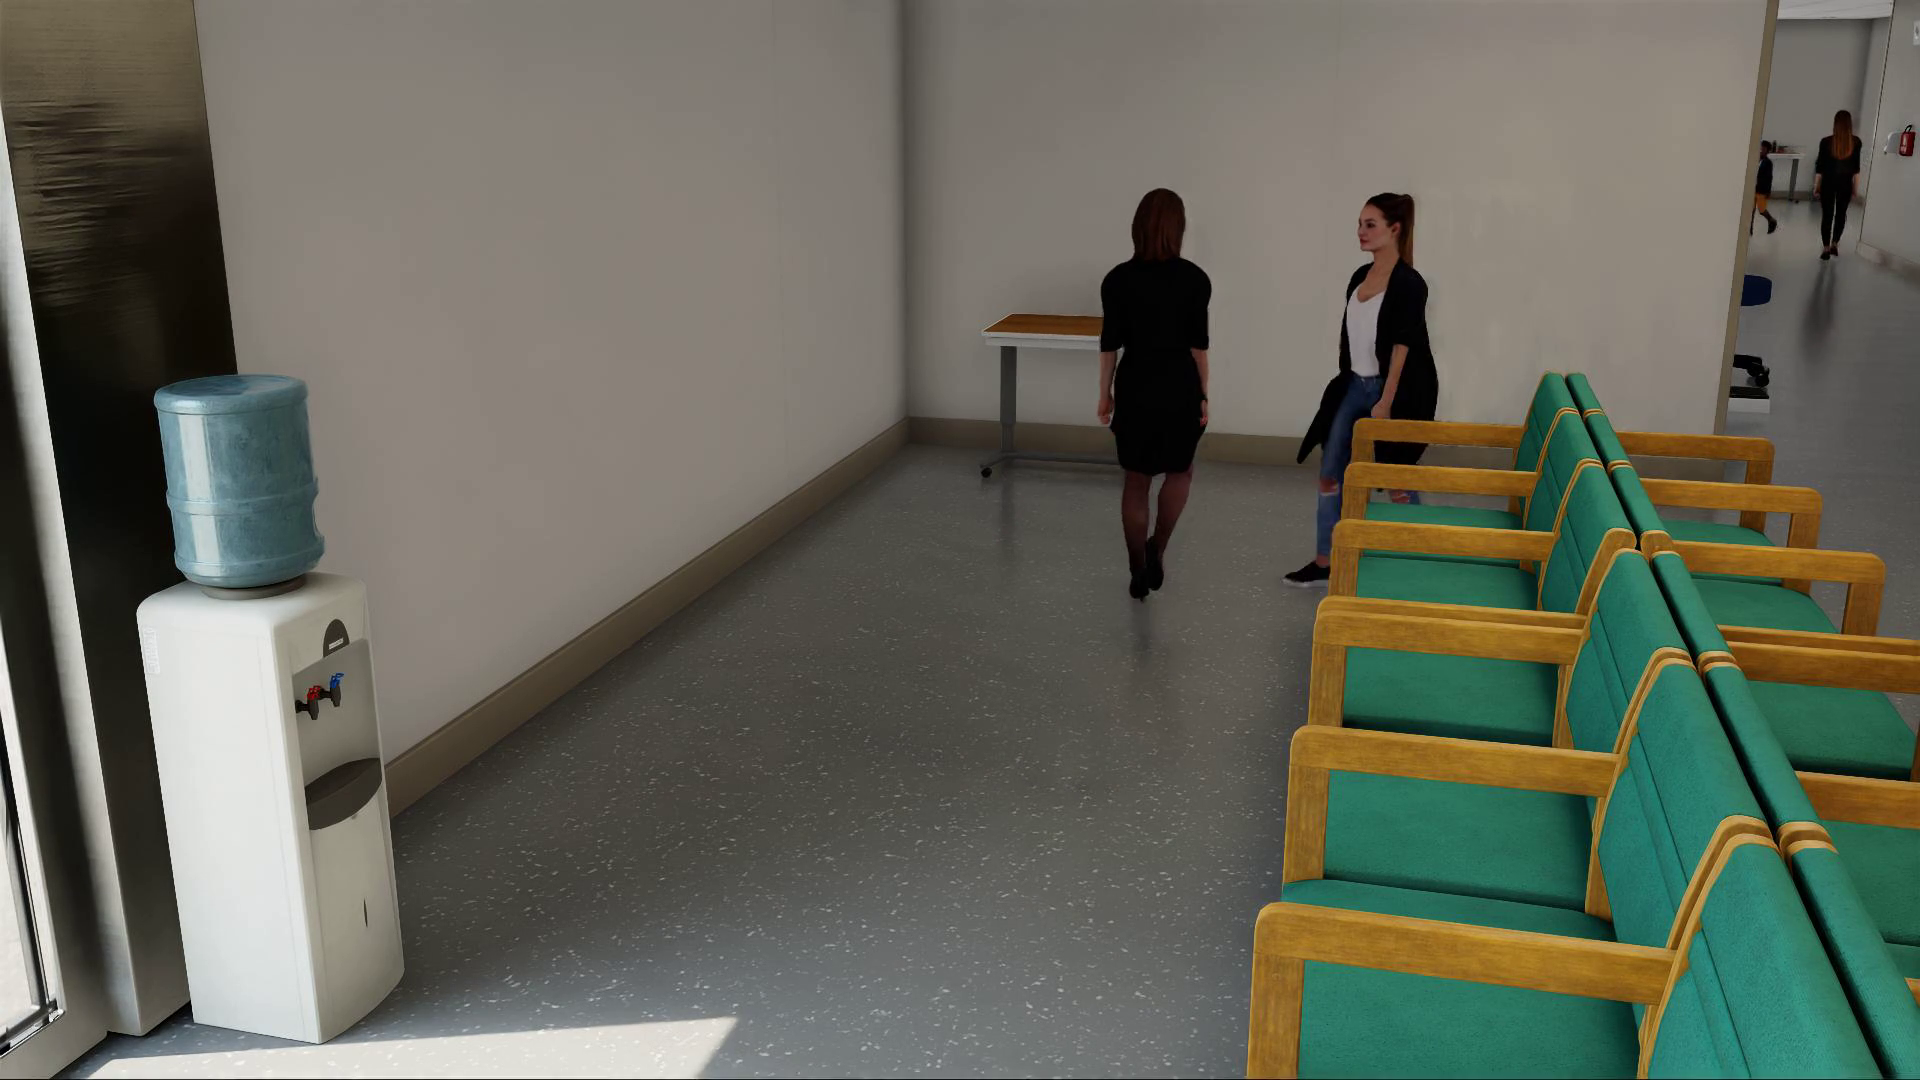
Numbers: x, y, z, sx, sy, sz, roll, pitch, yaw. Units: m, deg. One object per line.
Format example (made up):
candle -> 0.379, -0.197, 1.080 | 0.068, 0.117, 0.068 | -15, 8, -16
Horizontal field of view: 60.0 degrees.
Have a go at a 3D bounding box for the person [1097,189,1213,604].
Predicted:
person -> 0.790, -0.529, 6.638 | 0.684, 1.696, 0.693 | 2, 16, 8

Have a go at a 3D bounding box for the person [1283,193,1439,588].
person -> 1.827, -0.577, 6.870 | 0.940, 1.663, 0.878 | -9, 18, -29

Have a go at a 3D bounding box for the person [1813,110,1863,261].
person -> 10.199, -4.114, 19.347 | 0.633, 1.701, 0.716 | 7, 17, 22

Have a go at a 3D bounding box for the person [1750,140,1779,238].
person -> 10.674, -4.664, 22.116 | 0.861, 1.257, 0.756 | -6, 17, -19
